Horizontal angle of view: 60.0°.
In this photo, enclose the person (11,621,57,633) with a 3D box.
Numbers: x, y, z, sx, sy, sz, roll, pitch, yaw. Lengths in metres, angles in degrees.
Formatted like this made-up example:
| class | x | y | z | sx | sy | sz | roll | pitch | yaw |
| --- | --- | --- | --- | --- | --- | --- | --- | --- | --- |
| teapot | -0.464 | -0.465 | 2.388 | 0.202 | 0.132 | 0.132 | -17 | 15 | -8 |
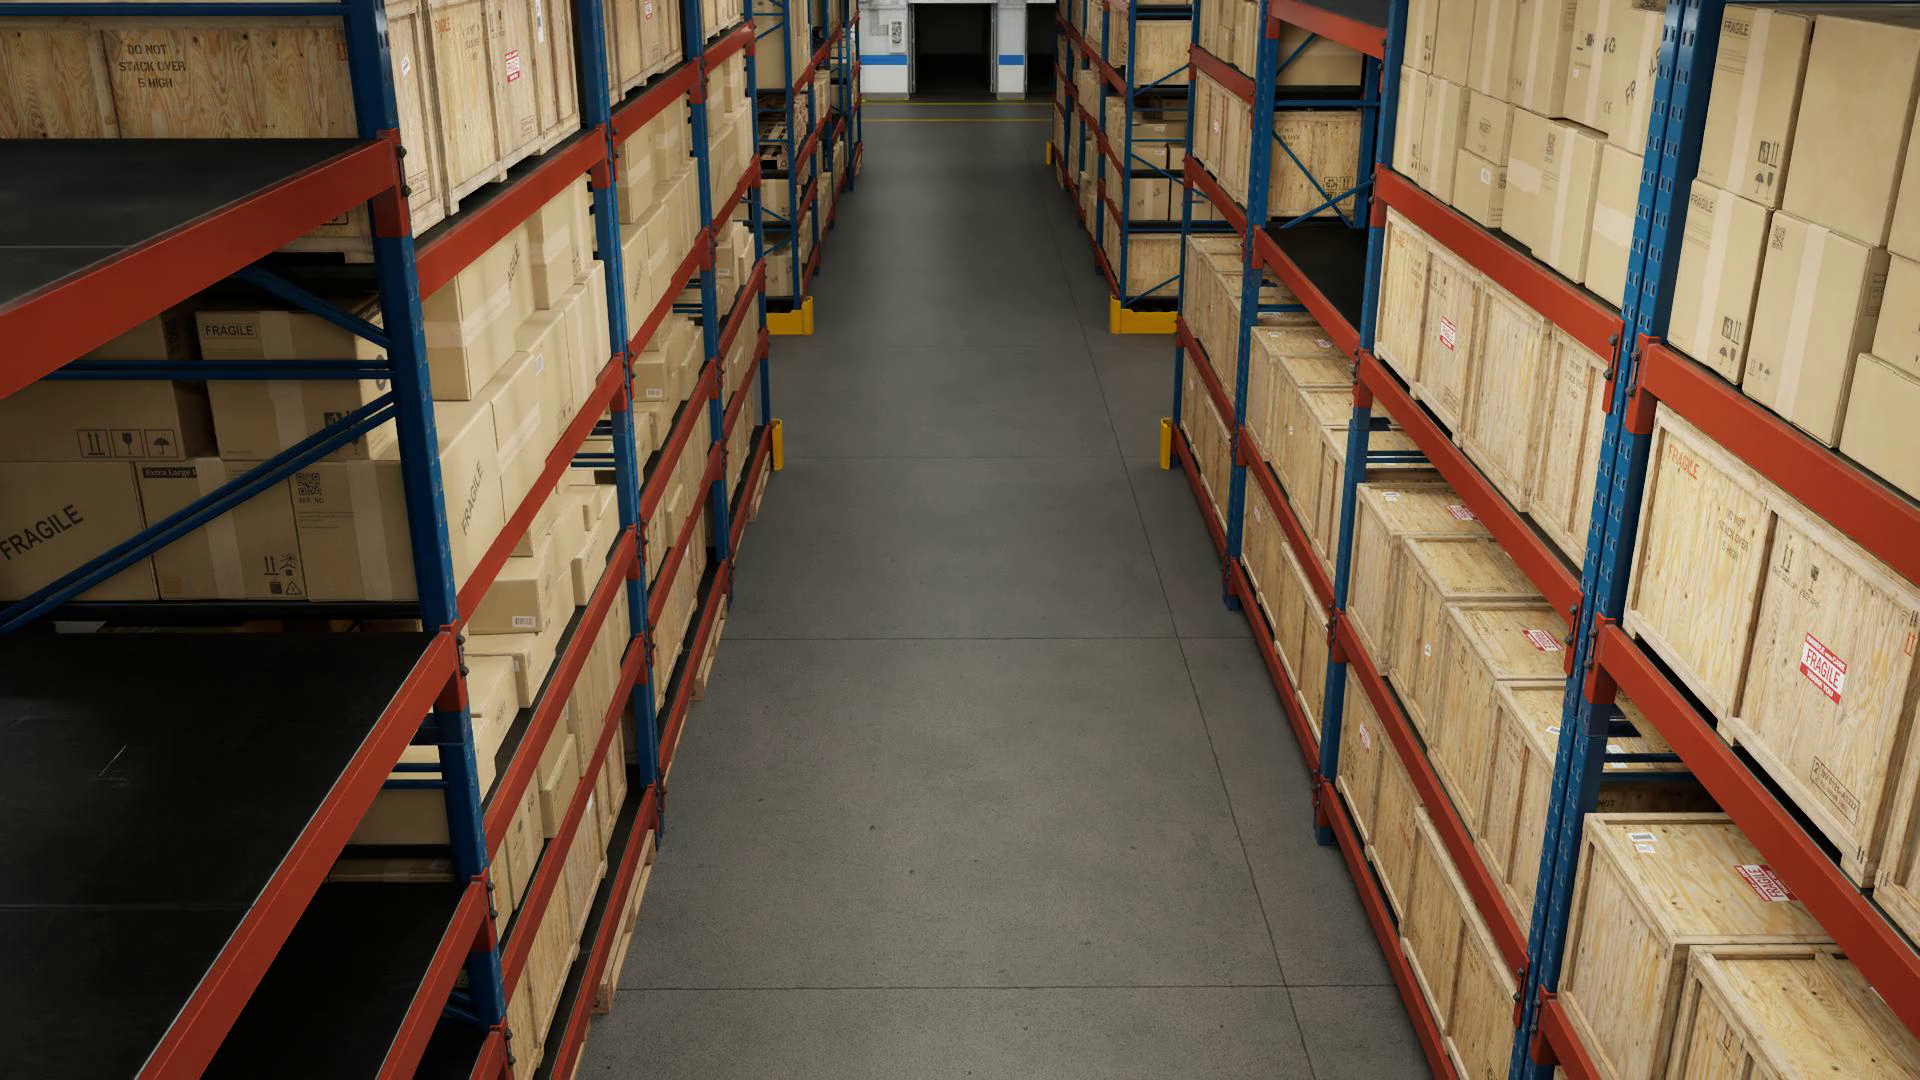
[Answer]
| class | x | y | z | sx | sy | sz | roll | pitch | yaw |
| --- | --- | --- | --- | --- | --- | --- | --- | --- | --- |
| person | -6.763 | 0.952 | 12.061 | 0.564 | 1.743 | 1.011 | -3 | 22 | -8 |
